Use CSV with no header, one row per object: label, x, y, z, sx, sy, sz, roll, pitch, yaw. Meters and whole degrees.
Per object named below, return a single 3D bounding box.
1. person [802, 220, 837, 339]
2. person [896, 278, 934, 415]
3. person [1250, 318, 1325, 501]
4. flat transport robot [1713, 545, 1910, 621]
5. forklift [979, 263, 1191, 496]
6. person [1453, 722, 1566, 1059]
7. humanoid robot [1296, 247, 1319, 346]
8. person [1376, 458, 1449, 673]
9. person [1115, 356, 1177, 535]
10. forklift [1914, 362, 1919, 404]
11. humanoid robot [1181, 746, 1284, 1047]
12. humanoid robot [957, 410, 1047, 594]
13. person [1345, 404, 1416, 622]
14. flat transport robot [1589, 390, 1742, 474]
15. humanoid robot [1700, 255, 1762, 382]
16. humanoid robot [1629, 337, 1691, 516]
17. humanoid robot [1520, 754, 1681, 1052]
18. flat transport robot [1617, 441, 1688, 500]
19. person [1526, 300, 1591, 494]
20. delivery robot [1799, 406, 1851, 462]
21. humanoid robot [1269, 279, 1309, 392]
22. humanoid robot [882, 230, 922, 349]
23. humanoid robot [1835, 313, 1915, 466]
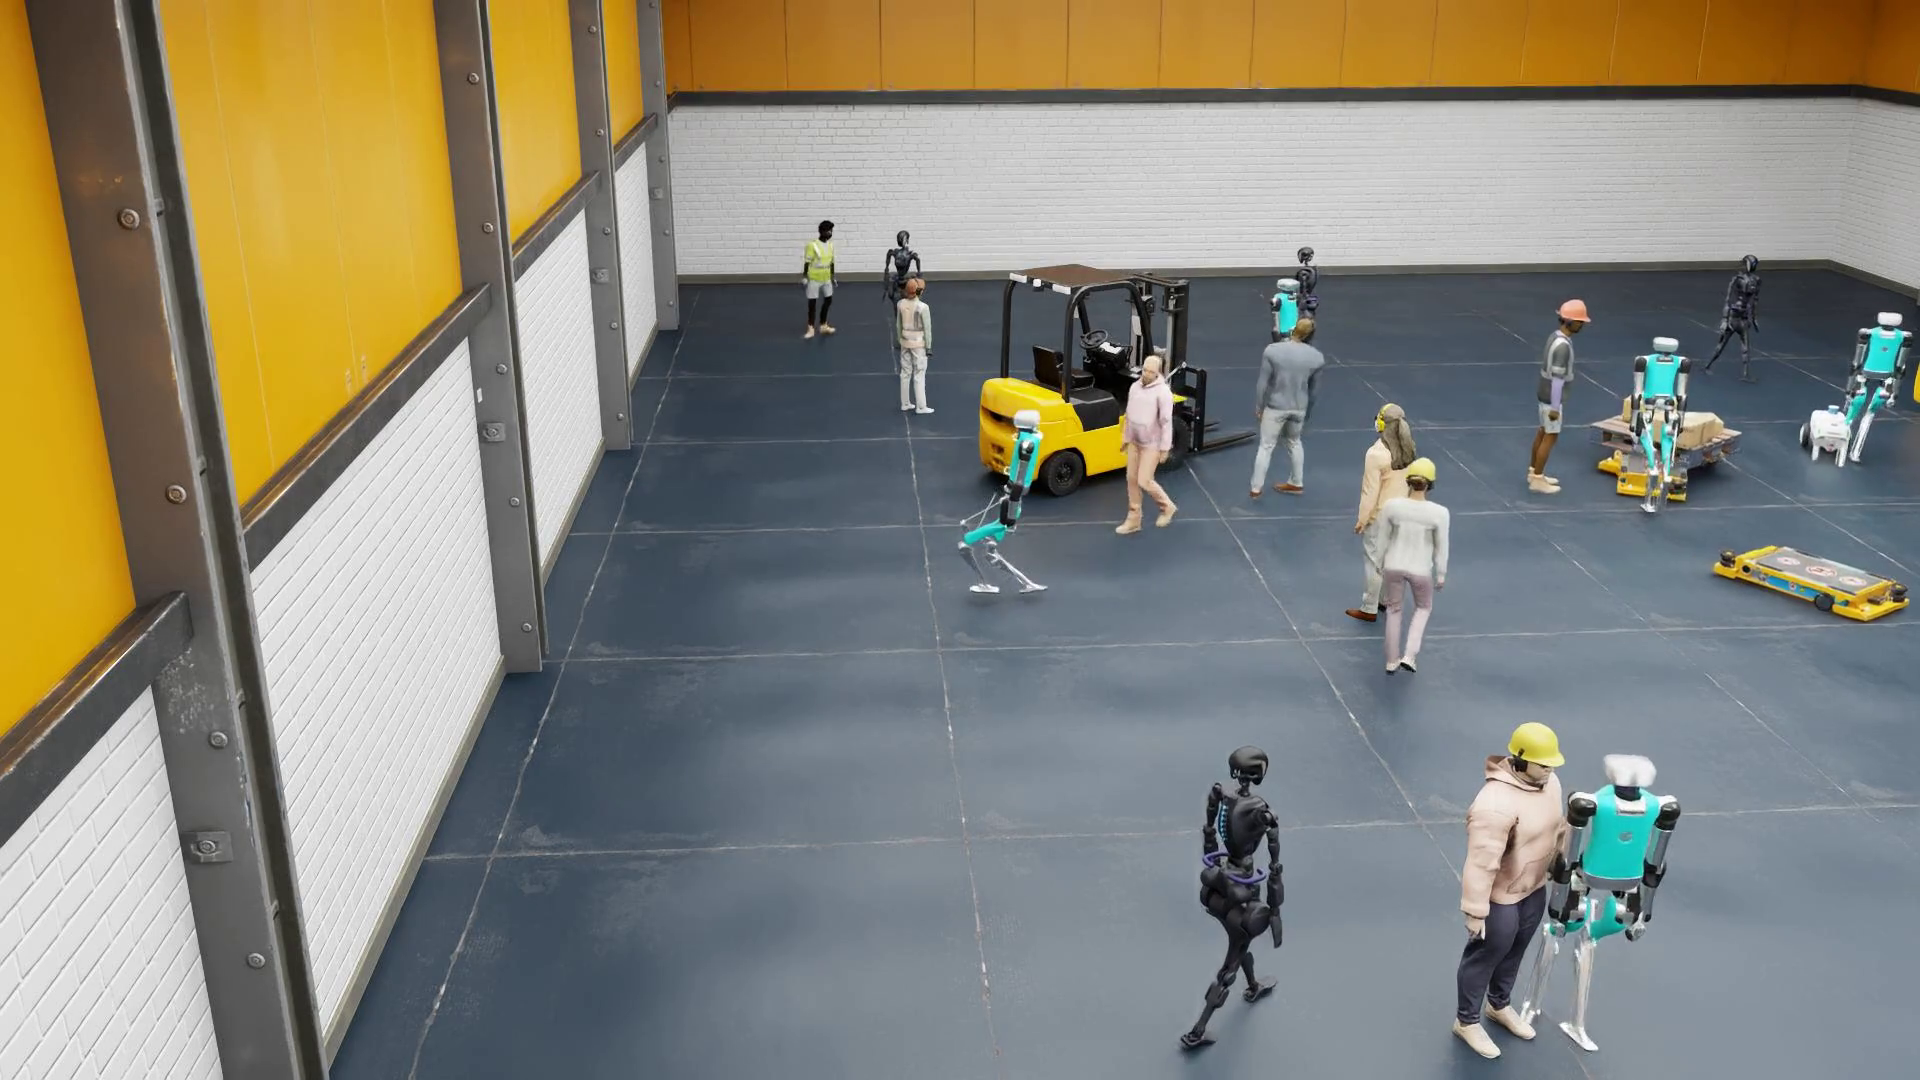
person,-2.037,-3.711,23.710,0.319,1.669,0.644,17,26,39
person,-0.546,-2.326,19.971,0.521,1.638,0.308,17,26,38
person,3.328,-1.327,16.904,0.660,1.886,0.439,-2,20,-6
flat transport robot,7.497,0.352,14.668,0.659,0.231,1.431,-13,24,-31
forklift,1.315,-1.764,17.646,2.313,2.155,1.214,-14,24,-33
person,2.809,1.761,8.532,0.788,1.859,0.432,-16,25,-36
humanoid robot,4.500,-3.021,21.833,0.535,1.641,0.611,7,21,17
person,3.491,0.218,12.882,0.549,1.744,0.403,9,22,24
person,1.770,-0.907,15.926,0.499,1.763,0.553,-13,24,-32
forklift,12.602,-2.435,19.475,2.313,2.155,1.214,-1,20,-4
humanoid robot,1.449,1.828,8.686,0.815,1.619,0.595,-14,24,-33
humanoid robot,0.302,-0.269,14.208,0.893,1.741,0.551,2,20,7
person,3.549,-0.224,13.910,0.554,1.877,0.410,-16,25,-36
flat transport robot,7.645,-0.912,18.112,1.431,0.231,0.659,-15,25,-36
humanoid robot,10.051,-2.880,21.498,0.585,1.624,0.780,-8,22,-21
humanoid robot,6.900,-1.009,16.393,0.531,1.874,0.771,2,20,6
humanoid robot,3.250,1.796,8.582,0.533,1.756,0.773,1,20,3
flat transport robot,7.338,-0.734,17.627,0.659,0.231,1.431,8,22,20
person,6.154,-1.469,17.095,0.439,2.029,0.607,4,21,11
delivery robot,9.653,-1.196,18.470,0.499,0.593,0.789,8,21,20
humanoid robot,3.930,-2.046,19.226,0.758,1.880,0.543,17,26,38
humanoid robot,-0.772,-3.472,23.037,0.603,1.644,0.376,9,22,23
humanoid robot,9.820,-1.608,17.964,0.549,1.822,0.773,6,21,16
